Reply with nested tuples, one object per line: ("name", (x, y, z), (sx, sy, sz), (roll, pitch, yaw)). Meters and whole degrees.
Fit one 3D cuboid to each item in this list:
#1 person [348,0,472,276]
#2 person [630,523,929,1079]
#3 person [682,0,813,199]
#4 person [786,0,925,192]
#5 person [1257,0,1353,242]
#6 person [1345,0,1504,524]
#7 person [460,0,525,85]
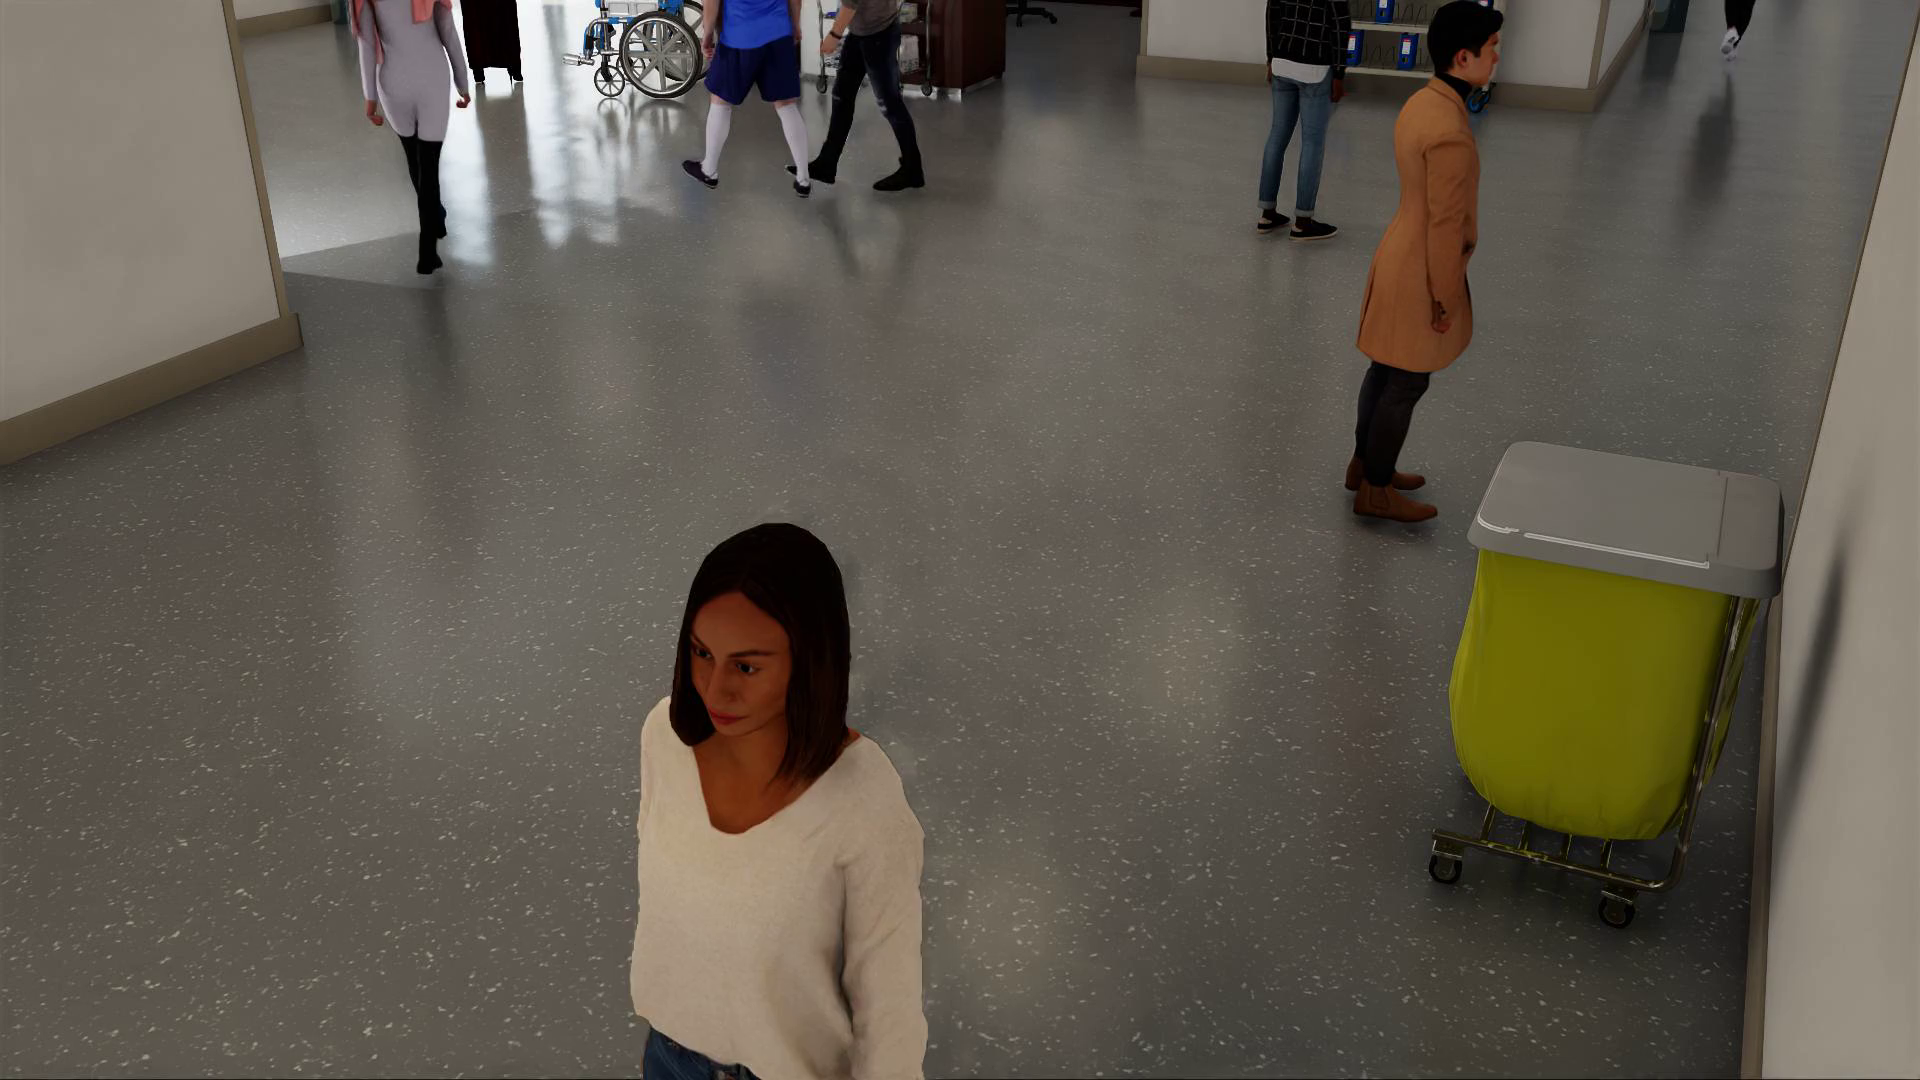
("person", (-2.681, -2.163, 8.168), (1.215, 1.744, 1.164), (-4, 26, -9))
("person", (-0.201, 0.702, 2.308), (0.677, 1.674, 0.751), (17, 31, 32))
("person", (-1.108, -2.847, 9.523), (1.179, 1.799, 1.242), (-9, 27, -17))
("person", (-0.414, -2.886, 9.545), (1.186, 1.850, 1.099), (-5, 26, -10))
("person", (1.823, -2.531, 8.843), (0.798, 1.820, 0.649), (-20, 32, -36))
("person", (1.517, -0.905, 5.539), (0.749, 1.720, 0.736), (1, 26, 2))
("person", (-3.692, -4.447, 12.889), (0.714, 1.758, 0.822), (-1, 26, -3))
